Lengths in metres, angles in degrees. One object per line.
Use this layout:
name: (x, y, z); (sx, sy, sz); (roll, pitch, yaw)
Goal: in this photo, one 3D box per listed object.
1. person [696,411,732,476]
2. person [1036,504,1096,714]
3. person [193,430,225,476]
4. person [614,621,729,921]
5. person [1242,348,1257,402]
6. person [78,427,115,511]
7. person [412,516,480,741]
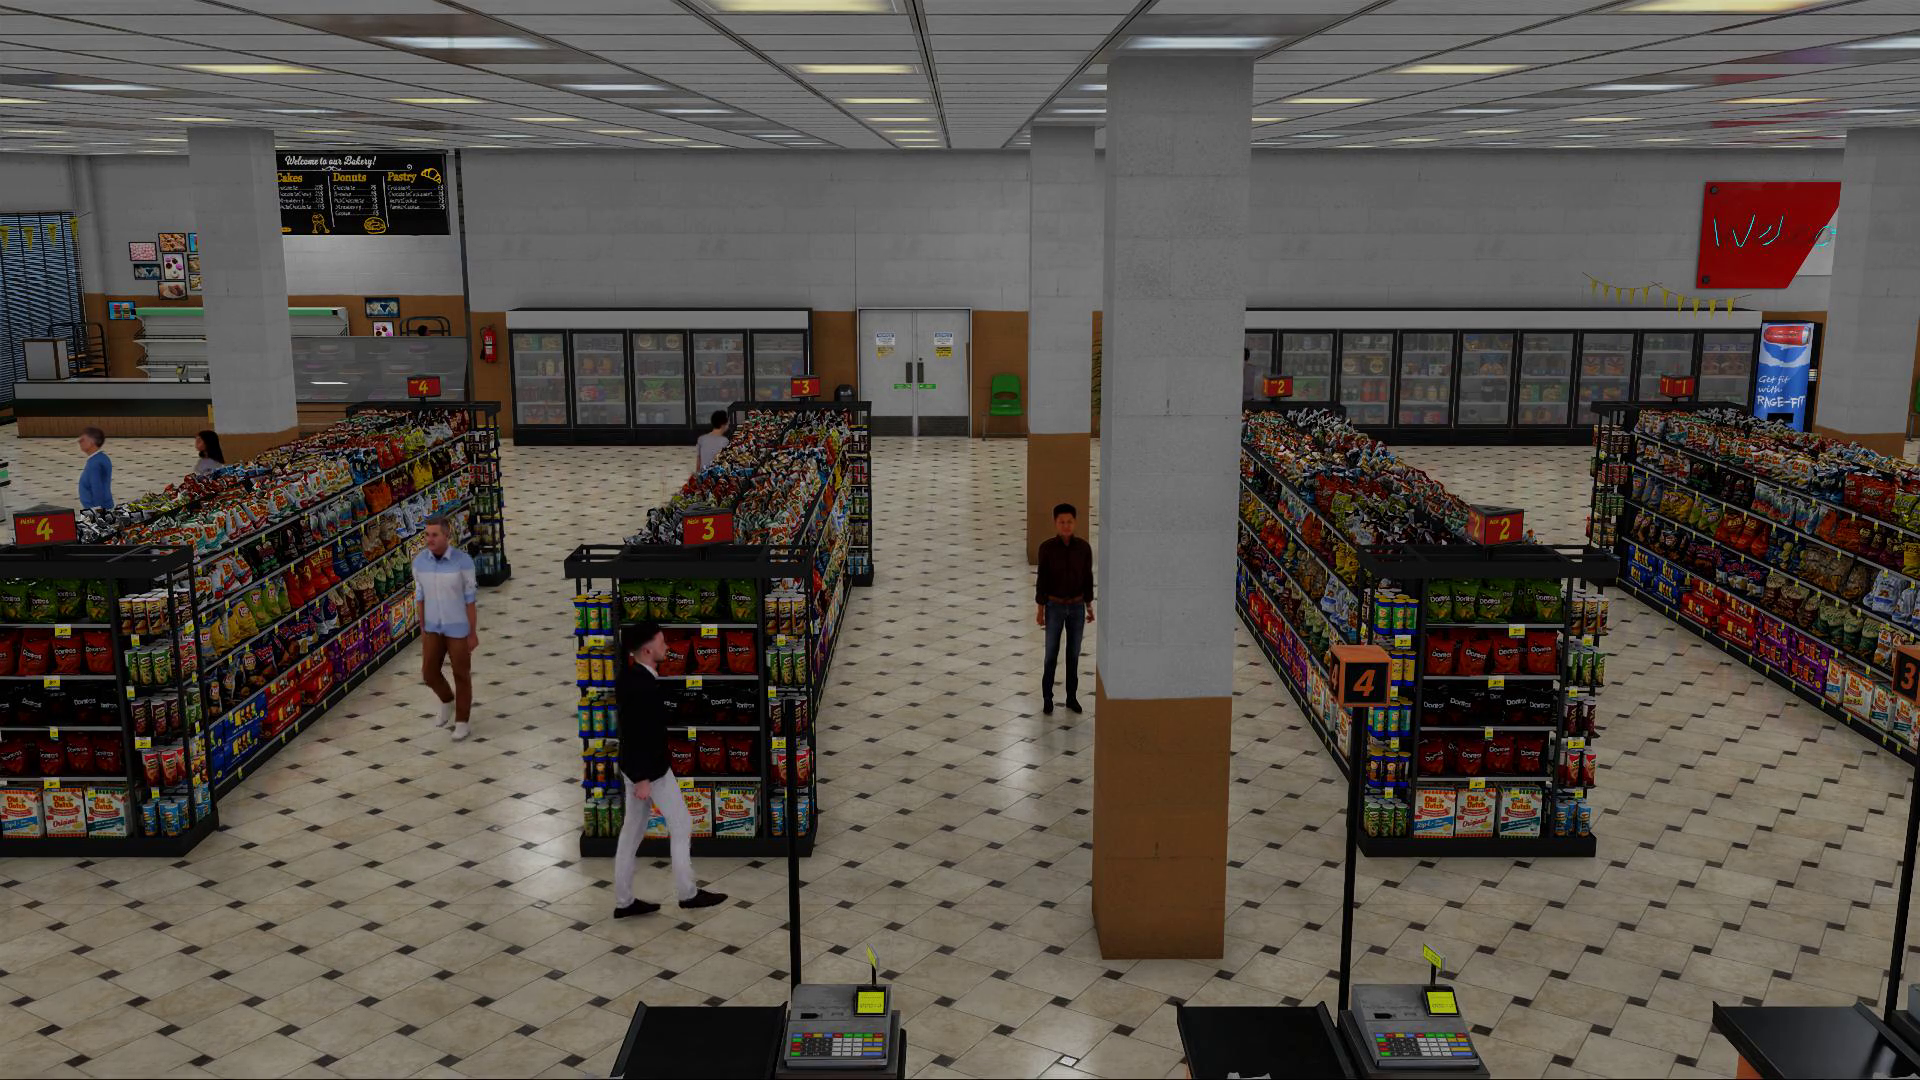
person: (-2.842, -0.538, 18.991); (0.850, 1.838, 0.897); (7, 14, 31)
person: (0.872, 0.565, 13.894); (0.687, 1.780, 0.569); (-2, 12, -10)
person: (-8.174, -0.352, 18.484); (1.133, 1.683, 1.177); (-8, 14, -34)
person: (-1.962, 1.391, 9.863); (0.956, 1.824, 0.972); (-5, 13, -22)
person: (4.758, -2.312, 27.651); (0.809, 1.741, 0.885); (-6, 14, -28)
person: (-9.353, -0.341, 18.096); (0.789, 1.822, 0.651); (-5, 13, -22)
person: (-4.055, 0.673, 13.300); (0.702, 1.812, 0.703); (1, 12, 3)
